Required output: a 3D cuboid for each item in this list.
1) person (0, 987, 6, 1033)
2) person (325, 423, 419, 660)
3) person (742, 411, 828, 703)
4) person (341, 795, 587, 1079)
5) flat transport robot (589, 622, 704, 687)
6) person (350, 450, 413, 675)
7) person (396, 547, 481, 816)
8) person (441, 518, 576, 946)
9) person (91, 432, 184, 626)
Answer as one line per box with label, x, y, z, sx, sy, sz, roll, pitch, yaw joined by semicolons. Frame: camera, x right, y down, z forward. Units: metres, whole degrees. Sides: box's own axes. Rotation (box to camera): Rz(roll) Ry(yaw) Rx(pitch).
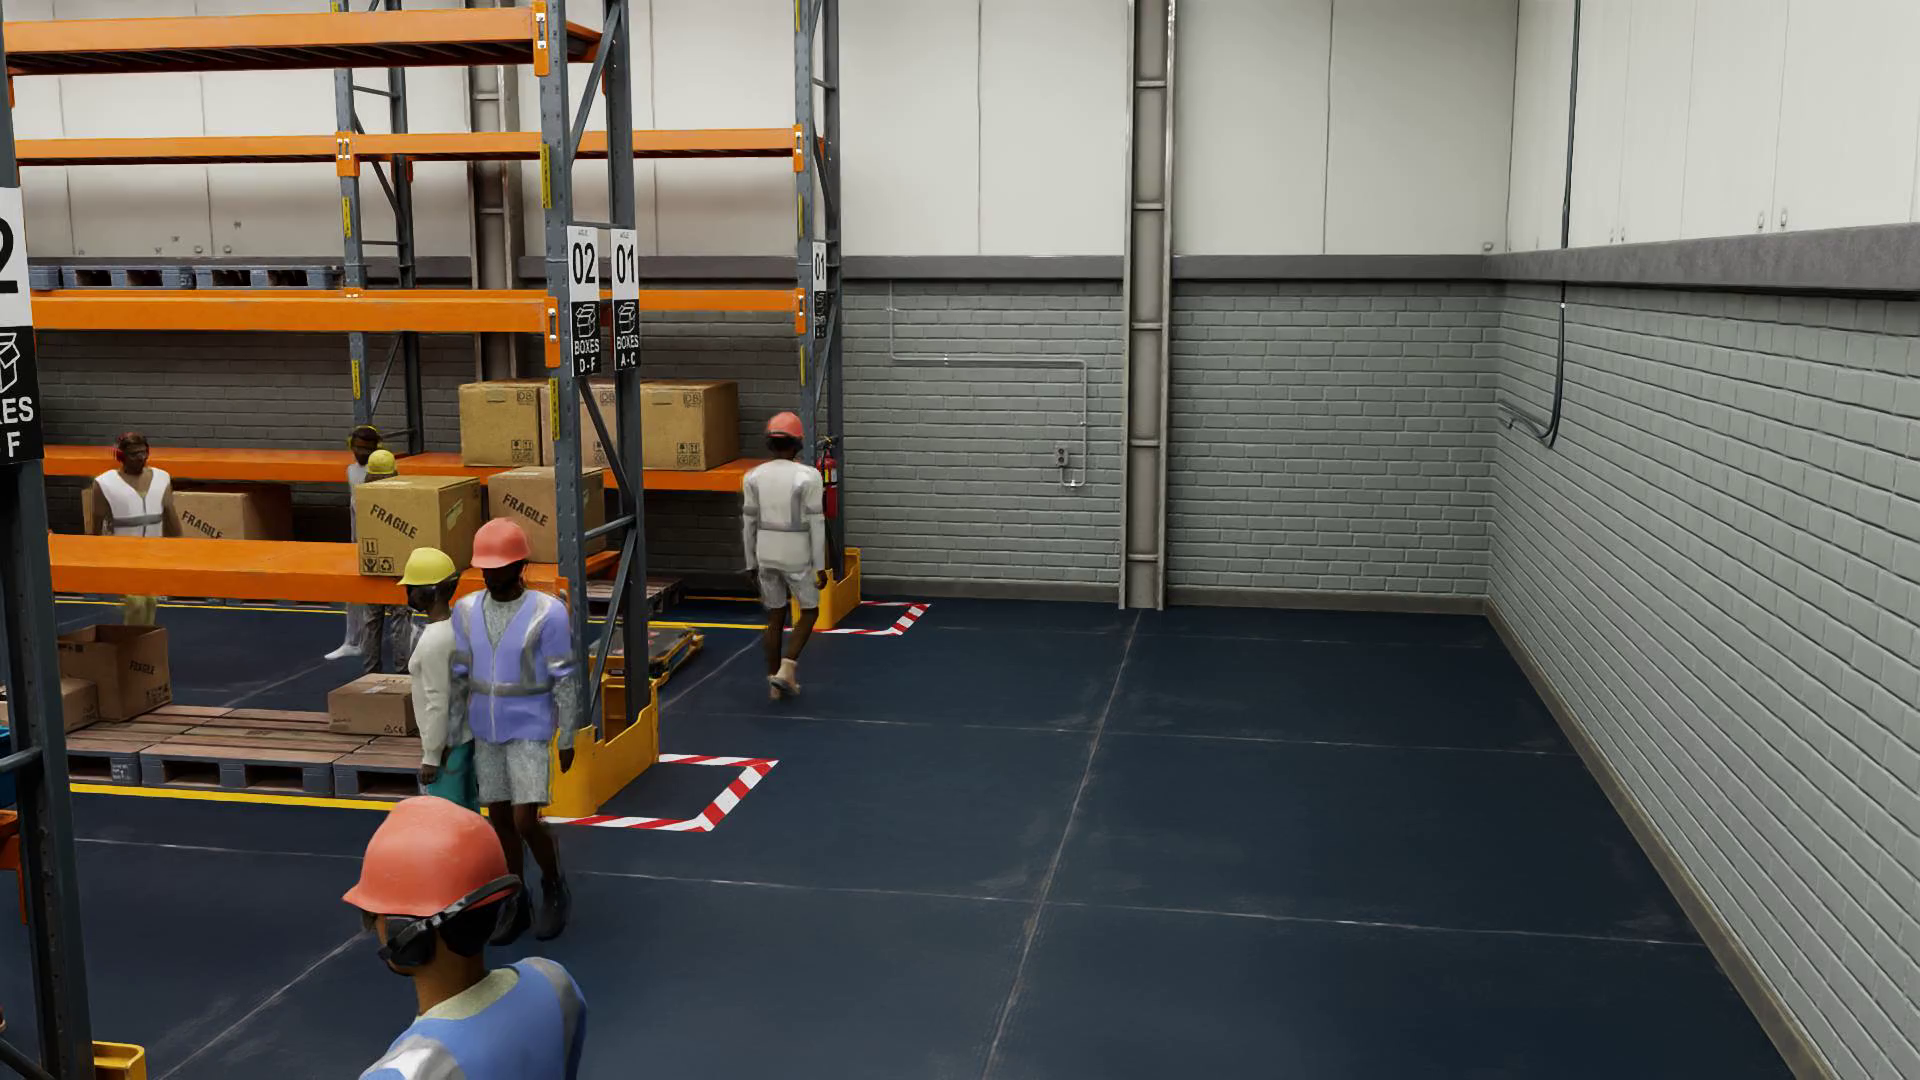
person;-3.973;0.995;6.297;0.612;1.987;0.407;1;9;9
person;-4.550;0.006;12.861;0.528;1.841;0.571;6;11;31
person;-1.195;0.131;11.509;0.642;2.027;0.466;4;10;23
person;-0.938;1.475;3.126;0.389;2.041;0.614;3;10;16
flat transport robot;-2.410;0.846;12.510;0.652;0.197;1.431;1;9;4
person;-4.046;0.230;11.768;0.493;1.745;0.286;2;9;14
person;-2.342;0.907;7.507;0.326;1.767;0.533;0;9;-3
person;-2.000;0.850;7.367;0.561;1.920;0.388;3;10;16
person;-6.035;0.113;12.276;0.617;1.820;0.599;6;11;31
